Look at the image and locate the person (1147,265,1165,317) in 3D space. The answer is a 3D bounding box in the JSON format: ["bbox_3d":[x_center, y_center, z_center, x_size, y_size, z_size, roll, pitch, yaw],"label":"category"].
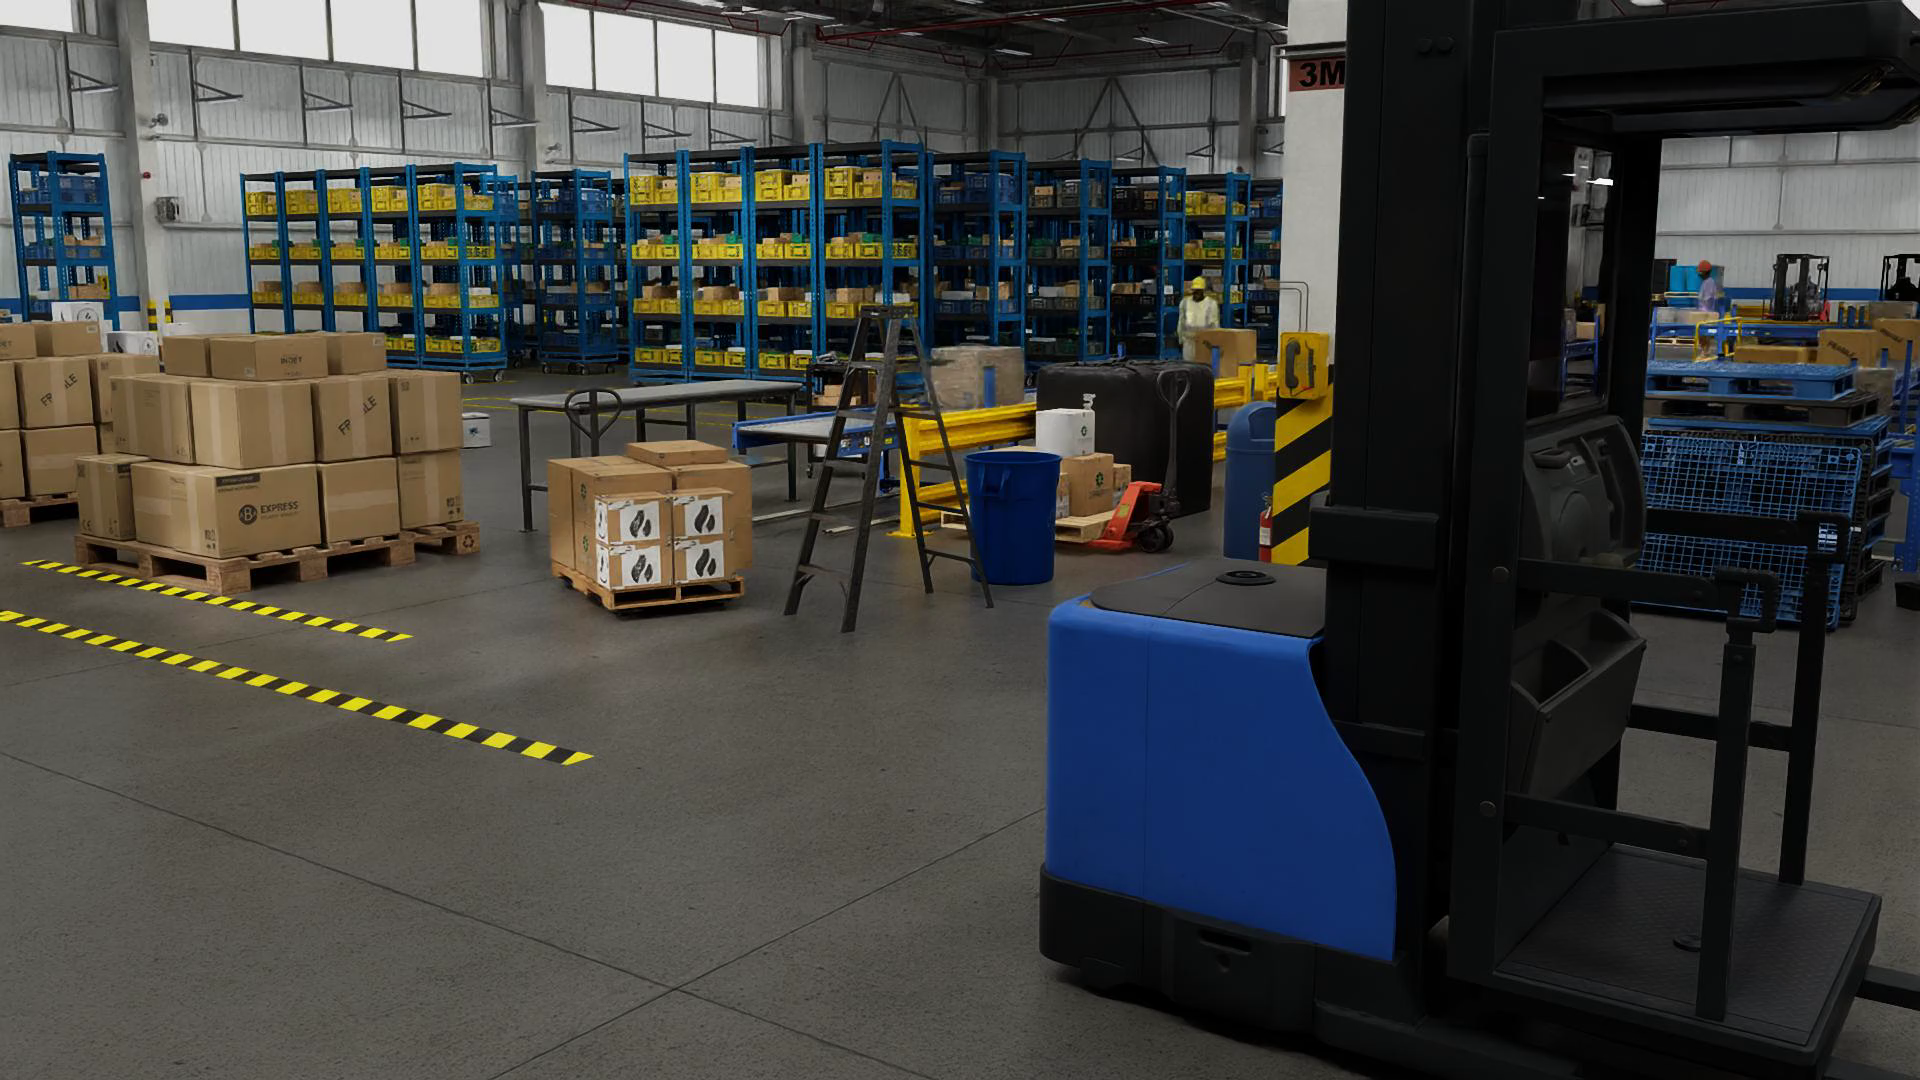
[{"bbox_3d":[4.373,-5.407,38.596,1.050,1.939,0.623,5,11,30],"label":"person"}]

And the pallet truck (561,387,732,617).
[{"bbox_3d":[-1.981,-0.274,10.088,0.680,1.201,1.601,-5,11,-28],"label":"pallet truck"}]

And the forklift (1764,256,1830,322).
[{"bbox_3d":[20.253,-5.854,40.139,1.157,1.987,2.680,7,12,35],"label":"forklift"}]

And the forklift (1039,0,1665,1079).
[{"bbox_3d":[1.249,-0.137,4.360,1.873,2.768,1.129,7,12,35],"label":"forklift"}]

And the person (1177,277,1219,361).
[{"bbox_3d":[3.419,-2.883,23.972,0.617,1.776,0.937,3,10,16],"label":"person"}]

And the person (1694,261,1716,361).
[{"bbox_3d":[14.909,-4.579,33.365,0.523,2.016,0.646,2,10,13],"label":"person"}]

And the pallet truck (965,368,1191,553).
[{"bbox_3d":[0.845,-0.609,11.869,1.630,1.274,0.653,7,12,35],"label":"pallet truck"}]

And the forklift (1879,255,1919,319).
[{"bbox_3d":[22.089,-5.634,38.796,1.157,1.987,2.680,6,11,33],"label":"forklift"}]
